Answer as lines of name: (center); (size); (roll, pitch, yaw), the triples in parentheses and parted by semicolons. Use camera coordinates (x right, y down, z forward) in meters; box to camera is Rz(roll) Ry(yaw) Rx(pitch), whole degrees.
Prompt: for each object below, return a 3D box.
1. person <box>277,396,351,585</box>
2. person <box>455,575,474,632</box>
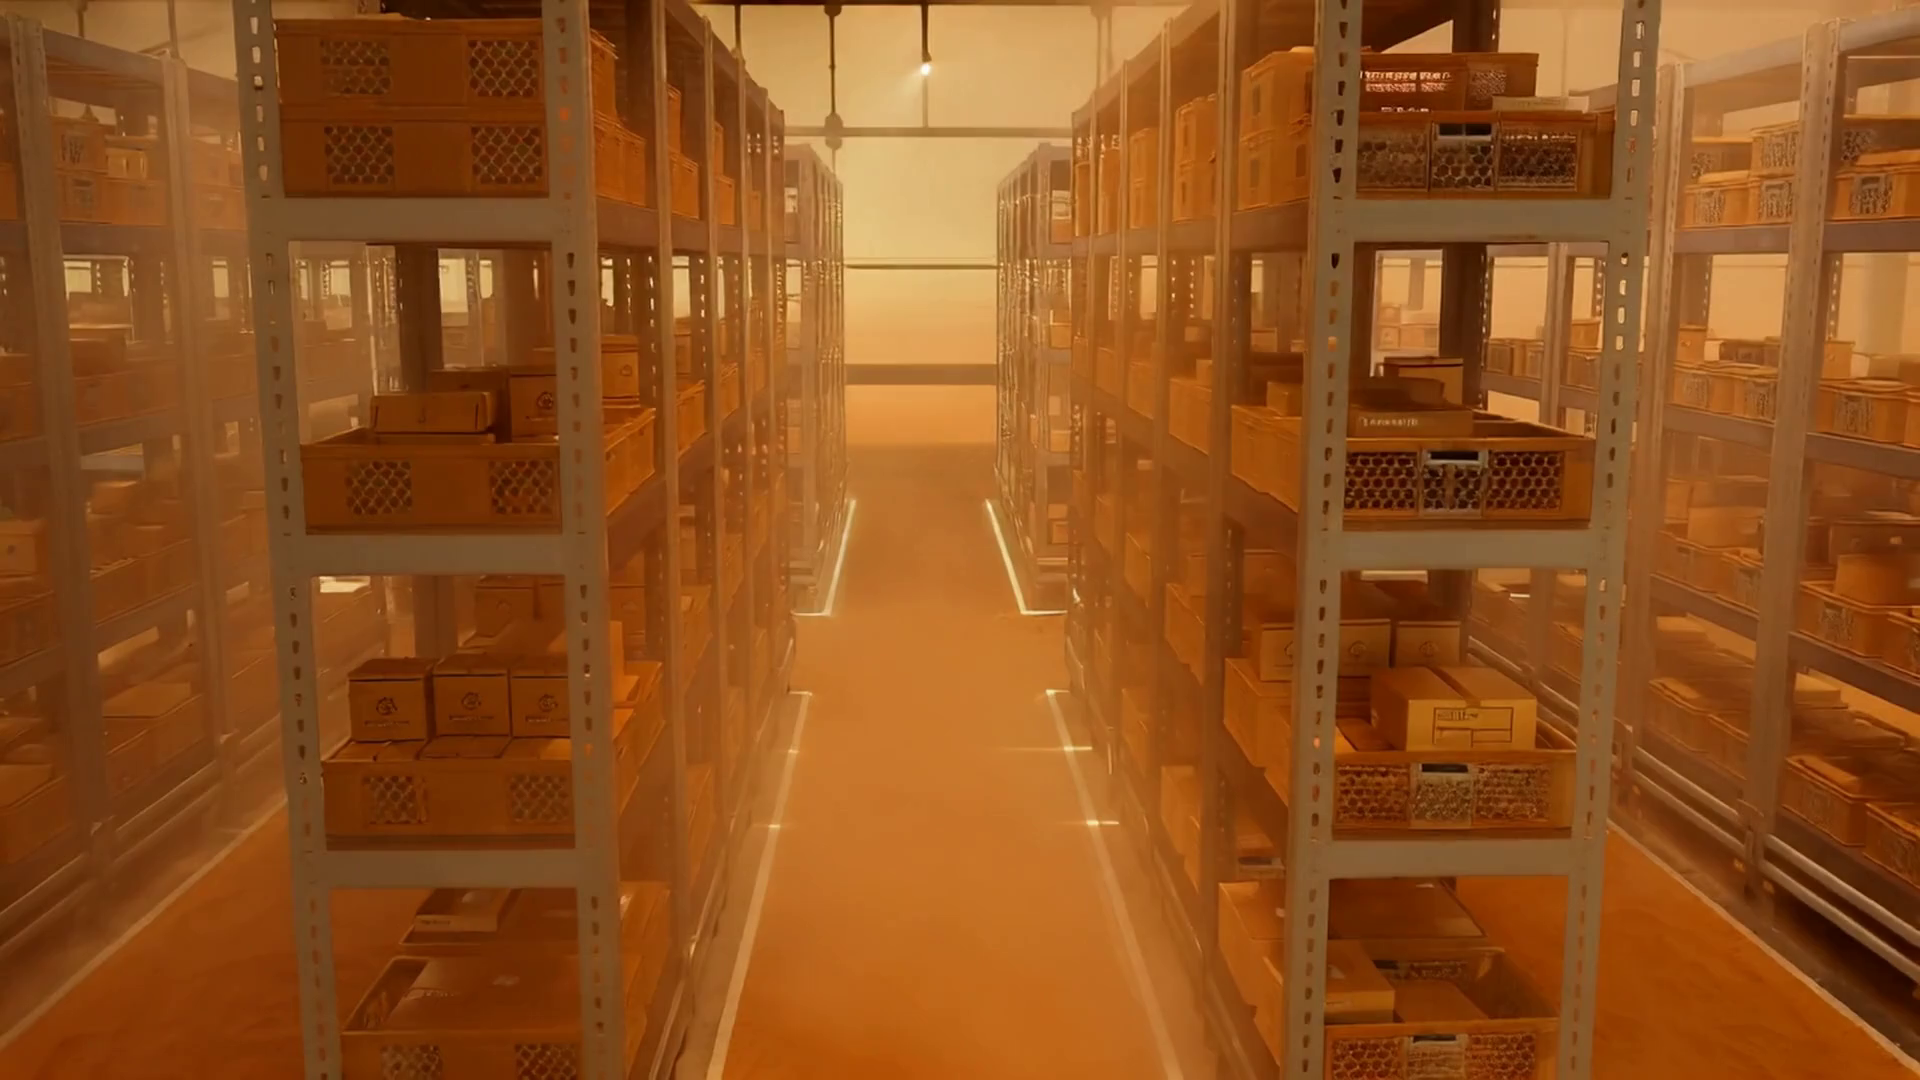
person: (-5.467, -0.596, 14.028); (0.657, 1.955, 0.901); (-1, 9, -9)
person: (-3.443, -0.206, 12.183); (0.996, 1.793, 0.586); (0, 9, -2)
